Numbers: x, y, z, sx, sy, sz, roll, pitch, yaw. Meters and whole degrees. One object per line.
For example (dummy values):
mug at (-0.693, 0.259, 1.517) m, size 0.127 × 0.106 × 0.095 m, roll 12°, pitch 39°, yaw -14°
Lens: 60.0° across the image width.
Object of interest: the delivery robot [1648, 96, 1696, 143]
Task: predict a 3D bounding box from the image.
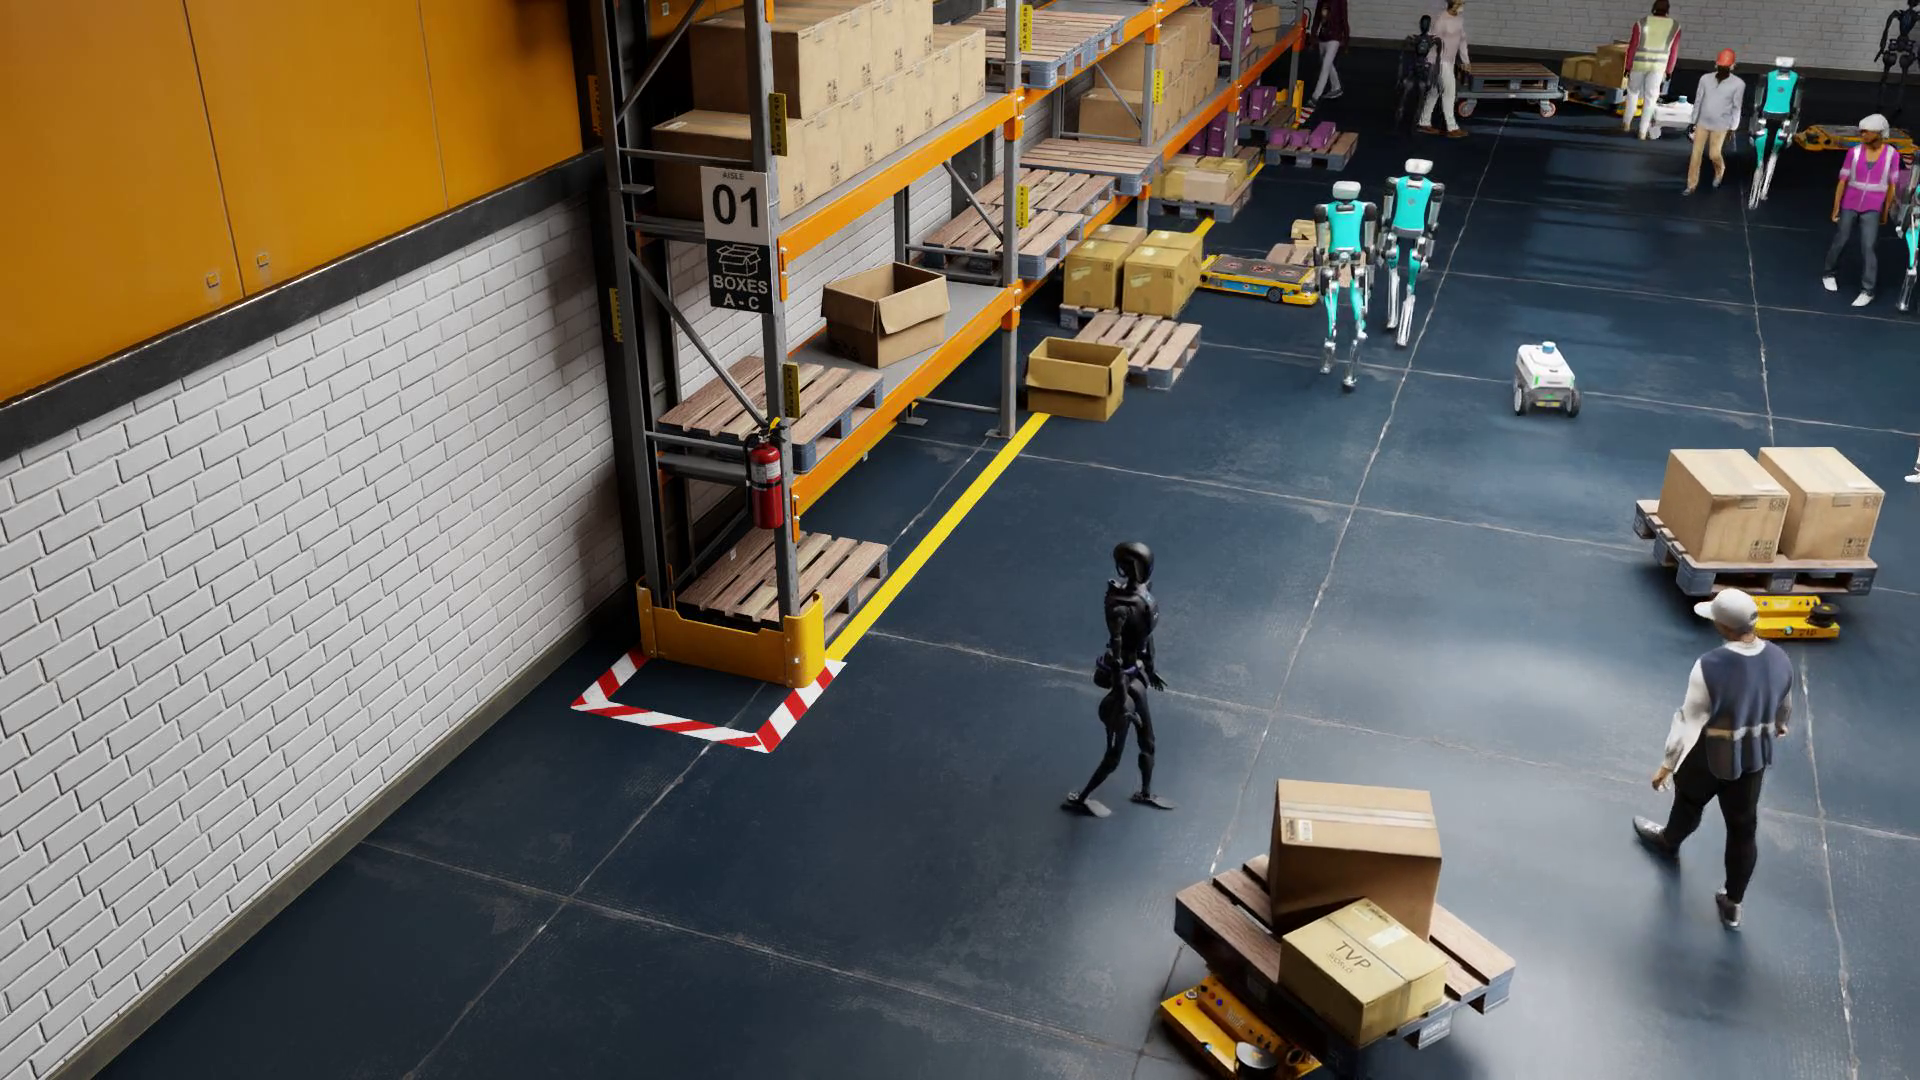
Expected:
delivery robot at (9.735, -5.683, 22.476) m, size 0.808 × 0.607 × 0.499 m, roll 8°, pitch 28°, yaw 15°

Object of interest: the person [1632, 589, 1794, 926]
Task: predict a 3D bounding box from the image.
person at (3.755, 1.010, 8.220) m, size 0.848 × 1.695 × 0.862 m, roll -5°, pitch 28°, yaw -11°

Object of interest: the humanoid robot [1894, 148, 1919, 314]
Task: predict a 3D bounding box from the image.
humanoid robot at (9.284, -2.952, 15.925) m, size 0.543 × 1.846 × 0.672 m, roll 7°, pitch 28°, yaw 13°

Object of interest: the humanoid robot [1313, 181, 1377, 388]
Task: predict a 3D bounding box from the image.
humanoid robot at (3.296, -2.129, 14.315) m, size 0.572 × 1.784 × 0.881 m, roll 4°, pitch 28°, yaw 8°

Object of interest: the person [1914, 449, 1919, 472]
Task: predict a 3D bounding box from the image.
person at (7.684, -1.337, 12.722) m, size 0.323 × 1.751 × 0.561 m, roll 20°, pitch 34°, yaw 34°

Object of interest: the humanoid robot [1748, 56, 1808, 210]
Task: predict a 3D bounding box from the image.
humanoid robot at (9.482, -4.776, 19.437) m, size 0.558 × 1.792 × 0.835 m, roll 12°, pitch 30°, yaw 22°

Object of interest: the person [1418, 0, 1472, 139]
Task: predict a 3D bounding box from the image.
person at (6.631, -6.363, 22.306) m, size 0.900 × 1.904 × 0.626 m, roll 20°, pitch 33°, yaw 34°

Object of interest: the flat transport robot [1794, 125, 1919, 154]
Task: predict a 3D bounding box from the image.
flat transport robot at (11.881, -5.306, 22.043) m, size 1.431 × 0.231 × 0.659 m, roll 4°, pitch 28°, yaw 8°

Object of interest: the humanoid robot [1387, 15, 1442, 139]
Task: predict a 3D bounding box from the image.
humanoid robot at (6.105, -6.180, 22.220) m, size 0.616 × 1.640 × 0.396 m, roll 2°, pitch 27°, yaw 4°

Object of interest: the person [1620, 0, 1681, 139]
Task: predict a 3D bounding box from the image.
person at (9.317, -6.387, 22.492) m, size 0.643 × 1.792 × 0.852 m, roll 8°, pitch 28°, yaw 14°

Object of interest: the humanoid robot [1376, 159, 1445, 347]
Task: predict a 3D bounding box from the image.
humanoid robot at (4.139, -2.693, 15.388) m, size 0.547 × 1.779 × 0.854 m, roll 10°, pitch 29°, yaw 18°

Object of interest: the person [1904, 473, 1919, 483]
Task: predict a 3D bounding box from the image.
person at (7.472, -1.092, 12.377) m, size 0.287 × 1.633 × 0.499 m, roll -1°, pitch 27°, yaw -1°

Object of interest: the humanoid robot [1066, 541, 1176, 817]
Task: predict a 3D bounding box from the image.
humanoid robot at (0.870, 0.750, 8.781) m, size 0.543 × 1.643 × 0.583 m, roll 10°, pitch 29°, yaw 19°

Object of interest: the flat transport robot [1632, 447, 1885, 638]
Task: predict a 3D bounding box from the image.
flat transport robot at (5.319, 0.235, 11.295) m, size 0.659 × 0.231 × 1.431 m, roll 0°, pitch 27°, yaw 0°

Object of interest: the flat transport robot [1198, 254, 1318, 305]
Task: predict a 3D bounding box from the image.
flat transport robot at (2.982, -2.658, 16.906) m, size 1.431 × 0.231 × 0.659 m, roll 13°, pitch 30°, yaw 23°

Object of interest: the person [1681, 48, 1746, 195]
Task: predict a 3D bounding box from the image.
person at (9.012, -4.996, 19.849) m, size 0.595 × 1.737 × 0.569 m, roll -24°, pitch 36°, yaw -38°

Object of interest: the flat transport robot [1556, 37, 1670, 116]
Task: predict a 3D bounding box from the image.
flat transport robot at (9.423, -6.405, 24.174) m, size 0.659 × 0.231 × 1.431 m, roll -17°, pitch 32°, yaw -29°

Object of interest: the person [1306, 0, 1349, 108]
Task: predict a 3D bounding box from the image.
person at (5.334, -7.260, 24.073) m, size 1.011 × 1.890 × 0.551 m, roll -22°, pitch 35°, yaw -36°

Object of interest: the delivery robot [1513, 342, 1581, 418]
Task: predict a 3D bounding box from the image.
delivery robot at (4.958, -1.393, 14.111) m, size 0.499 × 0.568 × 0.747 m, roll 2°, pitch 27°, yaw 4°

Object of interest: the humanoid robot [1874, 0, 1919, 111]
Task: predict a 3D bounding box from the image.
humanoid robot at (13.454, -6.988, 23.809) m, size 0.610 × 1.641 × 0.460 m, roll 17°, pitch 32°, yaw 29°

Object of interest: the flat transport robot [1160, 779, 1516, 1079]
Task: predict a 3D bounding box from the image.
flat transport robot at (1.694, 2.073, 7.730) m, size 1.431 × 0.231 × 0.659 m, roll -16°, pitch 31°, yaw -28°

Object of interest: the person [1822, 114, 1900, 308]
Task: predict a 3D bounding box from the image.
person at (8.921, -3.260, 16.407) m, size 0.597 × 1.800 × 0.642 m, roll 17°, pitch 32°, yaw 29°
